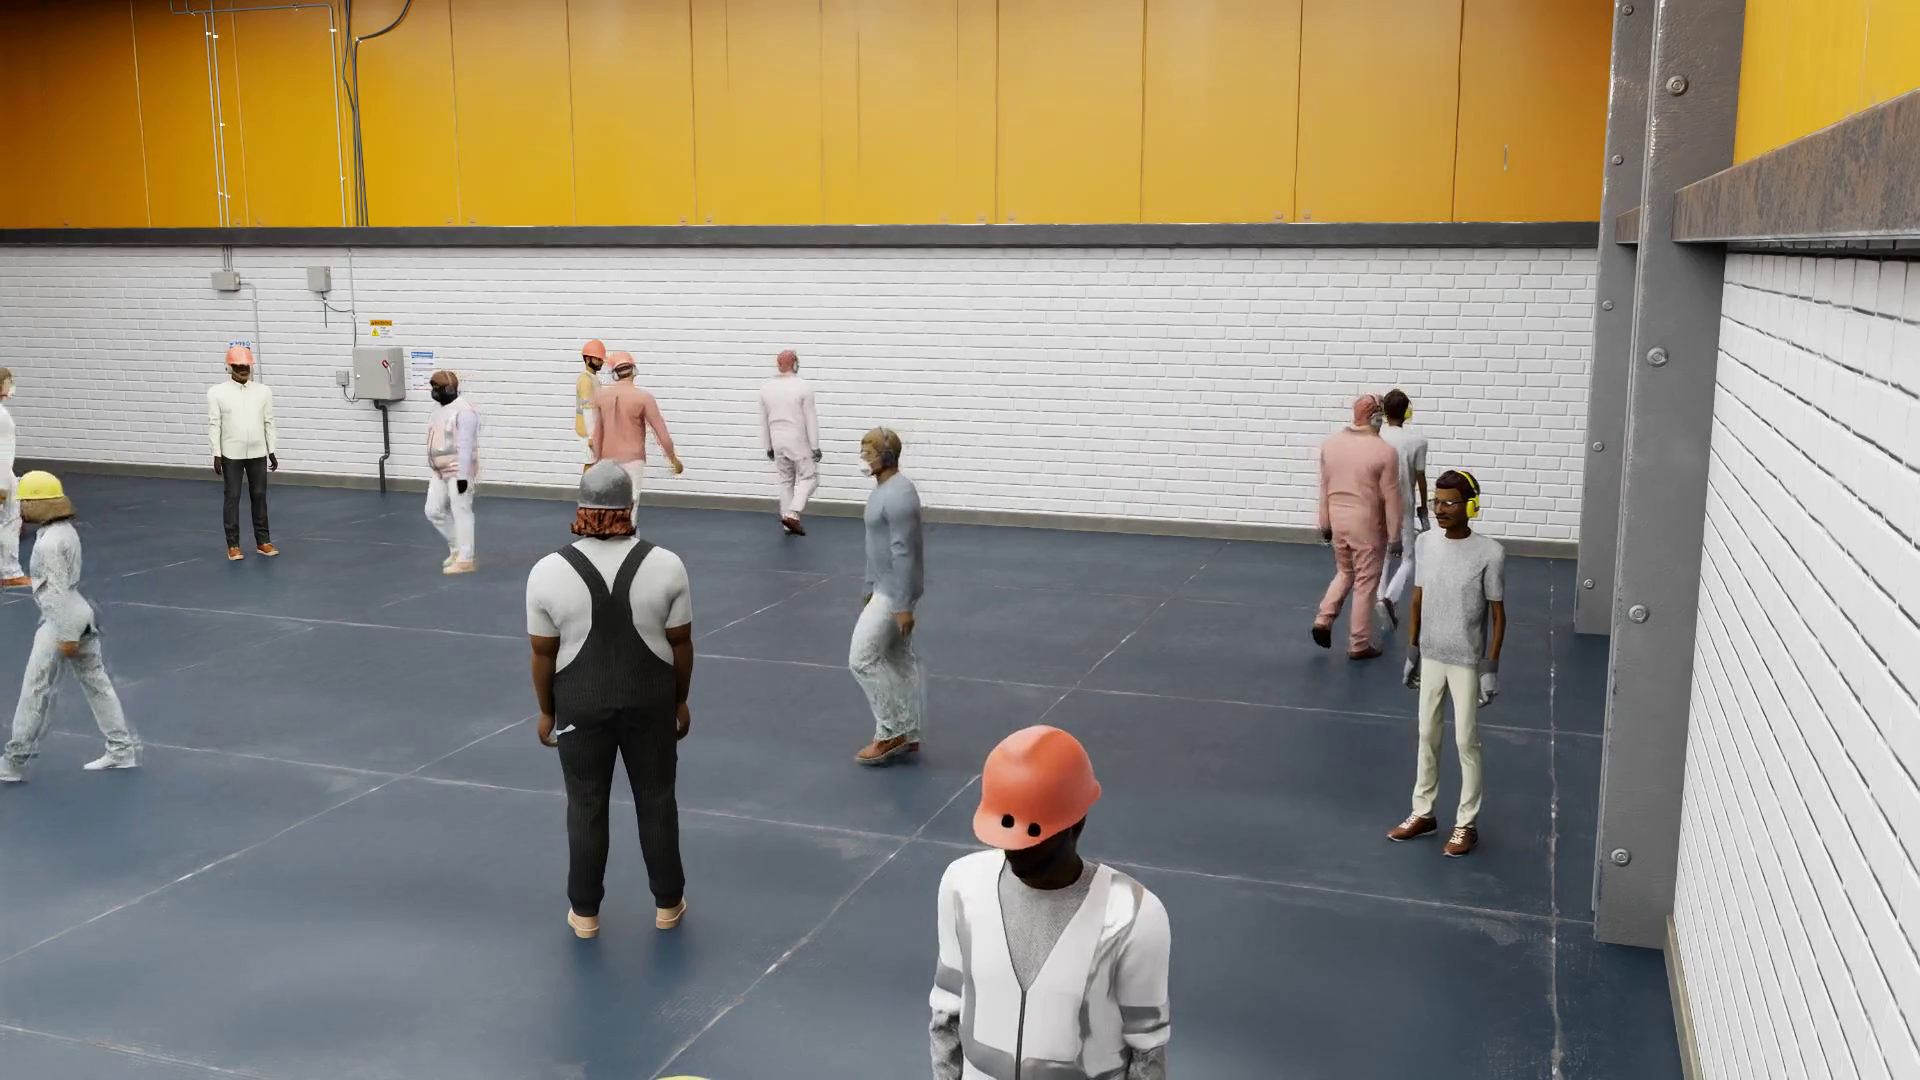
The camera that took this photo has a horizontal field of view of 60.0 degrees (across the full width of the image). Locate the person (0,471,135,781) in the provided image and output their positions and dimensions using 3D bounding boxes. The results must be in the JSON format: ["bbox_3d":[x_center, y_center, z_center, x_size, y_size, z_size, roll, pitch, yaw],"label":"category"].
[{"bbox_3d":[-5.013,0.477,9.094,0.865,1.706,0.495,-3,10,-15],"label":"person"}]

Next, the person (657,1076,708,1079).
[{"bbox_3d":[-0.374,1.604,2.117,0.589,1.924,0.384,7,12,35],"label":"person"}]

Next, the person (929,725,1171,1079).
[{"bbox_3d":[0.176,1.329,3.658,0.544,1.927,0.384,4,11,23],"label":"person"}]

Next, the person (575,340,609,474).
[{"bbox_3d":[-3.859,-1.139,17.541,0.376,1.932,0.543,-1,10,-7],"label":"person"}]

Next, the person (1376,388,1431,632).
[{"bbox_3d":[3.252,-0.205,12.492,0.541,1.854,0.629,6,12,30],"label":"person"}]

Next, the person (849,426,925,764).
[{"bbox_3d":[-0.458,0.319,9.350,0.542,1.921,0.660,-1,10,-8],"label":"person"}]

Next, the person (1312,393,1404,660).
[{"bbox_3d":[2.825,-0.084,11.712,0.431,1.896,0.665,-7,12,-35],"label":"person"}]

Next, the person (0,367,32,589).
[{"bbox_3d":[-8.183,-0.517,14.064,0.525,1.922,0.644,-8,13,-39],"label":"person"}]

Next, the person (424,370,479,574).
[{"bbox_3d":[-4.521,-0.599,14.822,0.629,1.829,0.442,9,13,41],"label":"person"}]

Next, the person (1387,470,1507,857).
[{"bbox_3d":[2.361,0.586,8.001,0.327,1.871,0.514,-8,13,-40],"label":"person"}]

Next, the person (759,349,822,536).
[{"bbox_3d":[-1.674,-0.965,16.668,0.691,1.894,0.539,6,12,31],"label":"person"}]

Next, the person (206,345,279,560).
[{"bbox_3d":[-6.699,-0.820,15.564,0.612,1.997,0.376,-10,14,-44],"label":"person"}]

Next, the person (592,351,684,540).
[{"bbox_3d":[-2.934,-0.749,15.264,0.764,1.947,0.878,5,11,25],"label":"person"}]

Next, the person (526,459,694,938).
[{"bbox_3d":[-1.477,0.664,7.081,0.674,2.000,0.535,-2,10,-13],"label":"person"}]
